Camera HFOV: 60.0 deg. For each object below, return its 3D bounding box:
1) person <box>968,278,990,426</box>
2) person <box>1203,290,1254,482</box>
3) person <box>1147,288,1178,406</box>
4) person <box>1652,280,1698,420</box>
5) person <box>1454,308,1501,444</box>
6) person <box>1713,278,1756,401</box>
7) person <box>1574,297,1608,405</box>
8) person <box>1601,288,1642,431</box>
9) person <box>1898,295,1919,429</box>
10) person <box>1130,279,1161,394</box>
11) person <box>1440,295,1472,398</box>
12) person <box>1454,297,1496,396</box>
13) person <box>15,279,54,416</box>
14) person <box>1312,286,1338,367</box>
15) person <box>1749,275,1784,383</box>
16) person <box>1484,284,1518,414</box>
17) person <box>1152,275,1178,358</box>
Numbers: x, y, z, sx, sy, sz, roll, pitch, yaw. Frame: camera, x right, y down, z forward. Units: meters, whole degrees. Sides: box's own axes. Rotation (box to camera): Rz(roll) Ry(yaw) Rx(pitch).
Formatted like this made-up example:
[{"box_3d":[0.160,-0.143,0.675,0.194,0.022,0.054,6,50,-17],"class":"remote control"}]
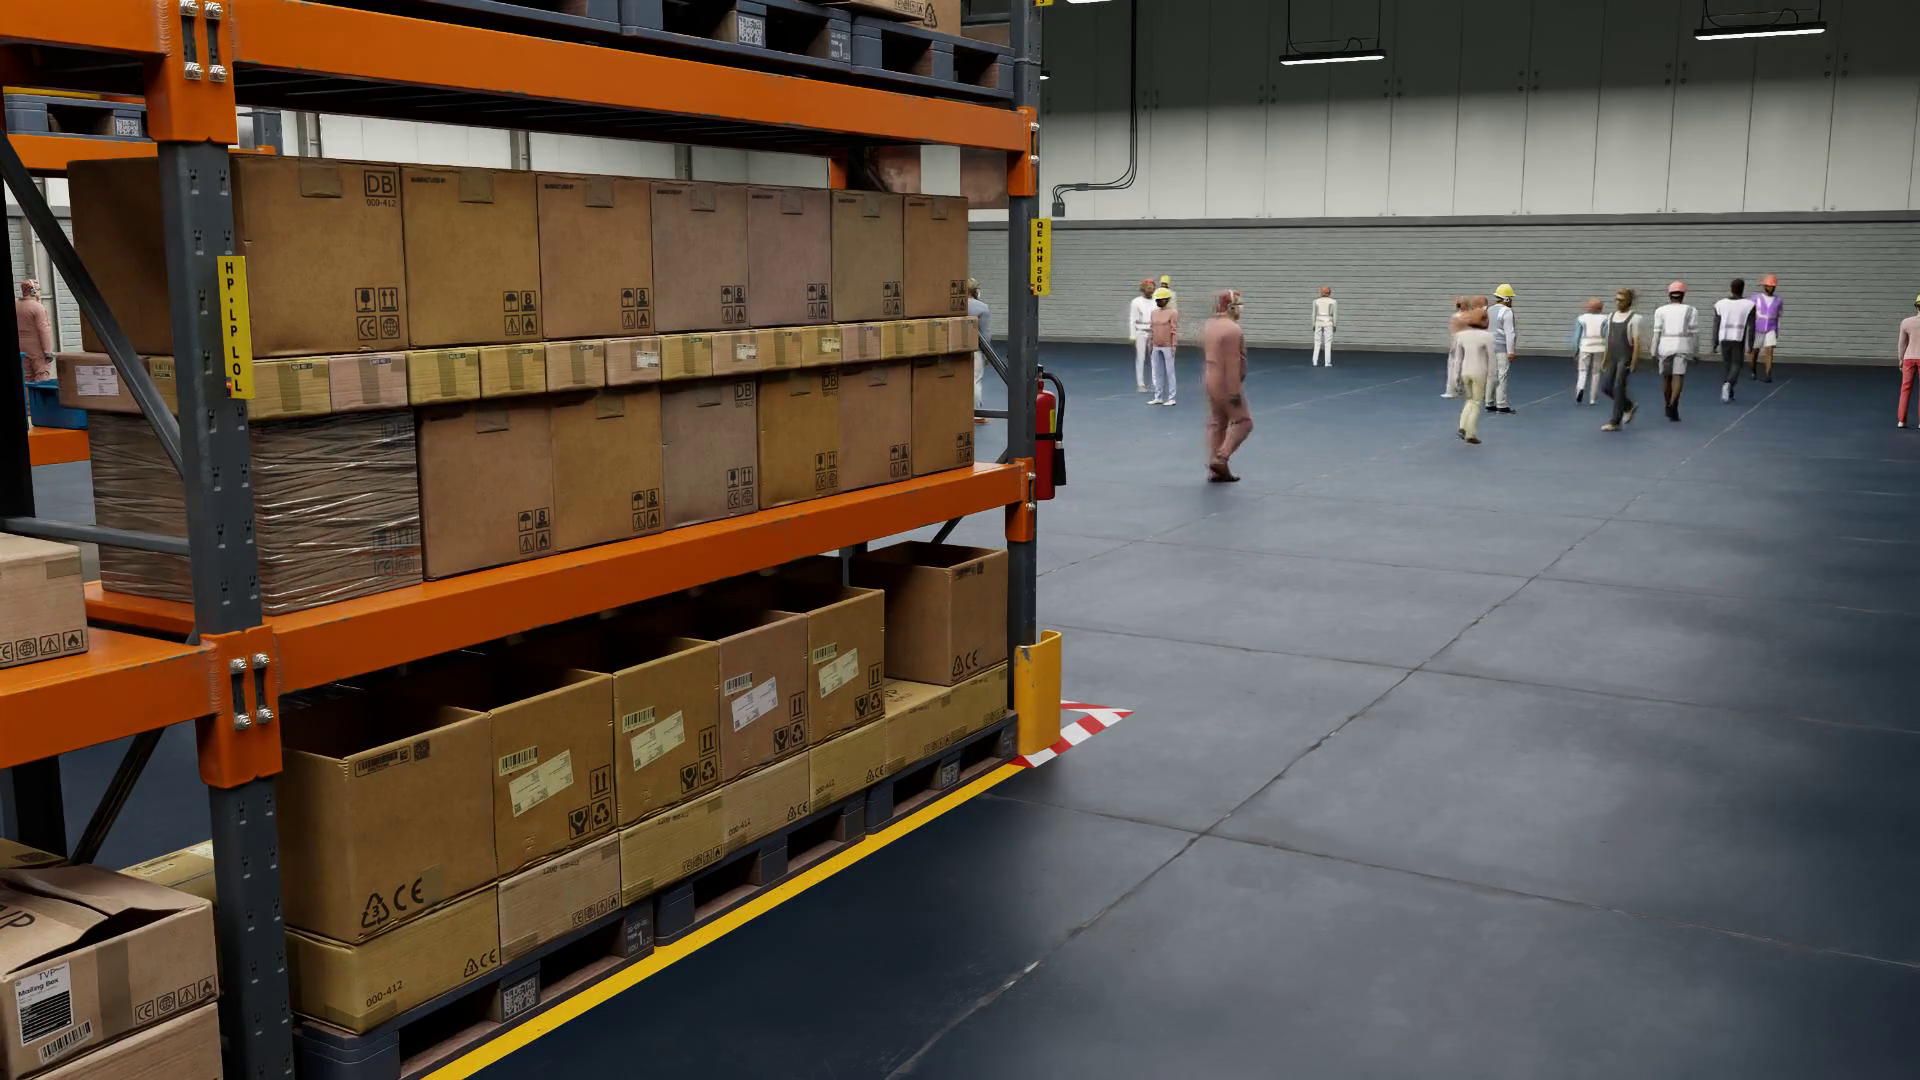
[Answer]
[{"box_3d":[0.116,-2.465,21.877,0.628,1.936,0.374,6,11,31],"class":"person"},{"box_3d":[2.632,-1.497,16.317,0.432,1.894,0.669,-3,10,-15],"class":"person"},{"box_3d":[3.022,-2.884,24.858,0.521,1.761,0.333,9,14,44],"class":"person"},{"box_3d":[9.776,-2.598,22.769,0.570,1.903,0.845,5,11,27],"class":"person"},{"box_3d":[6.127,-1.935,19.706,0.375,1.621,0.505,-6,12,-33],"class":"person"},{"box_3d":[11.835,-3.056,25.470,0.595,1.898,0.792,8,13,40],"class":"person"},{"box_3d":[9.426,-2.810,24.805,0.523,1.621,0.543,5,11,26],"class":"person"},{"box_3d":[8.464,-2.303,21.235,0.577,1.832,0.536,-4,11,-23],"class":"person"},{"box_3d":[12.373,-2.305,21.440,0.312,1.768,0.522,-8,12,-38],"class":"person"},{"box_3d":[3.066,-3.279,26.904,0.610,1.843,0.903,-2,10,-11],"class":"person"},{"box_3d":[7.871,-2.998,25.923,0.526,1.619,0.691,-7,12,-35],"class":"person"},{"box_3d":[8.254,-3.089,26.548,0.521,1.582,0.876,-9,13,-42],"class":"person"},{"box_3d":[-12.686,-2.616,22.850,0.648,1.907,0.409,5,11,25],"class":"person"},{"box_3d":[7.351,-4.303,33.546,0.512,1.630,0.315,6,11,29],"class":"person"},{"box_3d":[14.317,-3.764,29.594,0.547,1.906,0.899,3,10,17],"class":"person"},{"box_3d":[7.677,-2.705,23.583,0.403,1.835,0.588,-3,10,-17],"class":"person"},{"box_3d":[4.467,-4.889,36.415,0.611,1.813,0.440,4,10,21],"class":"person"}]
